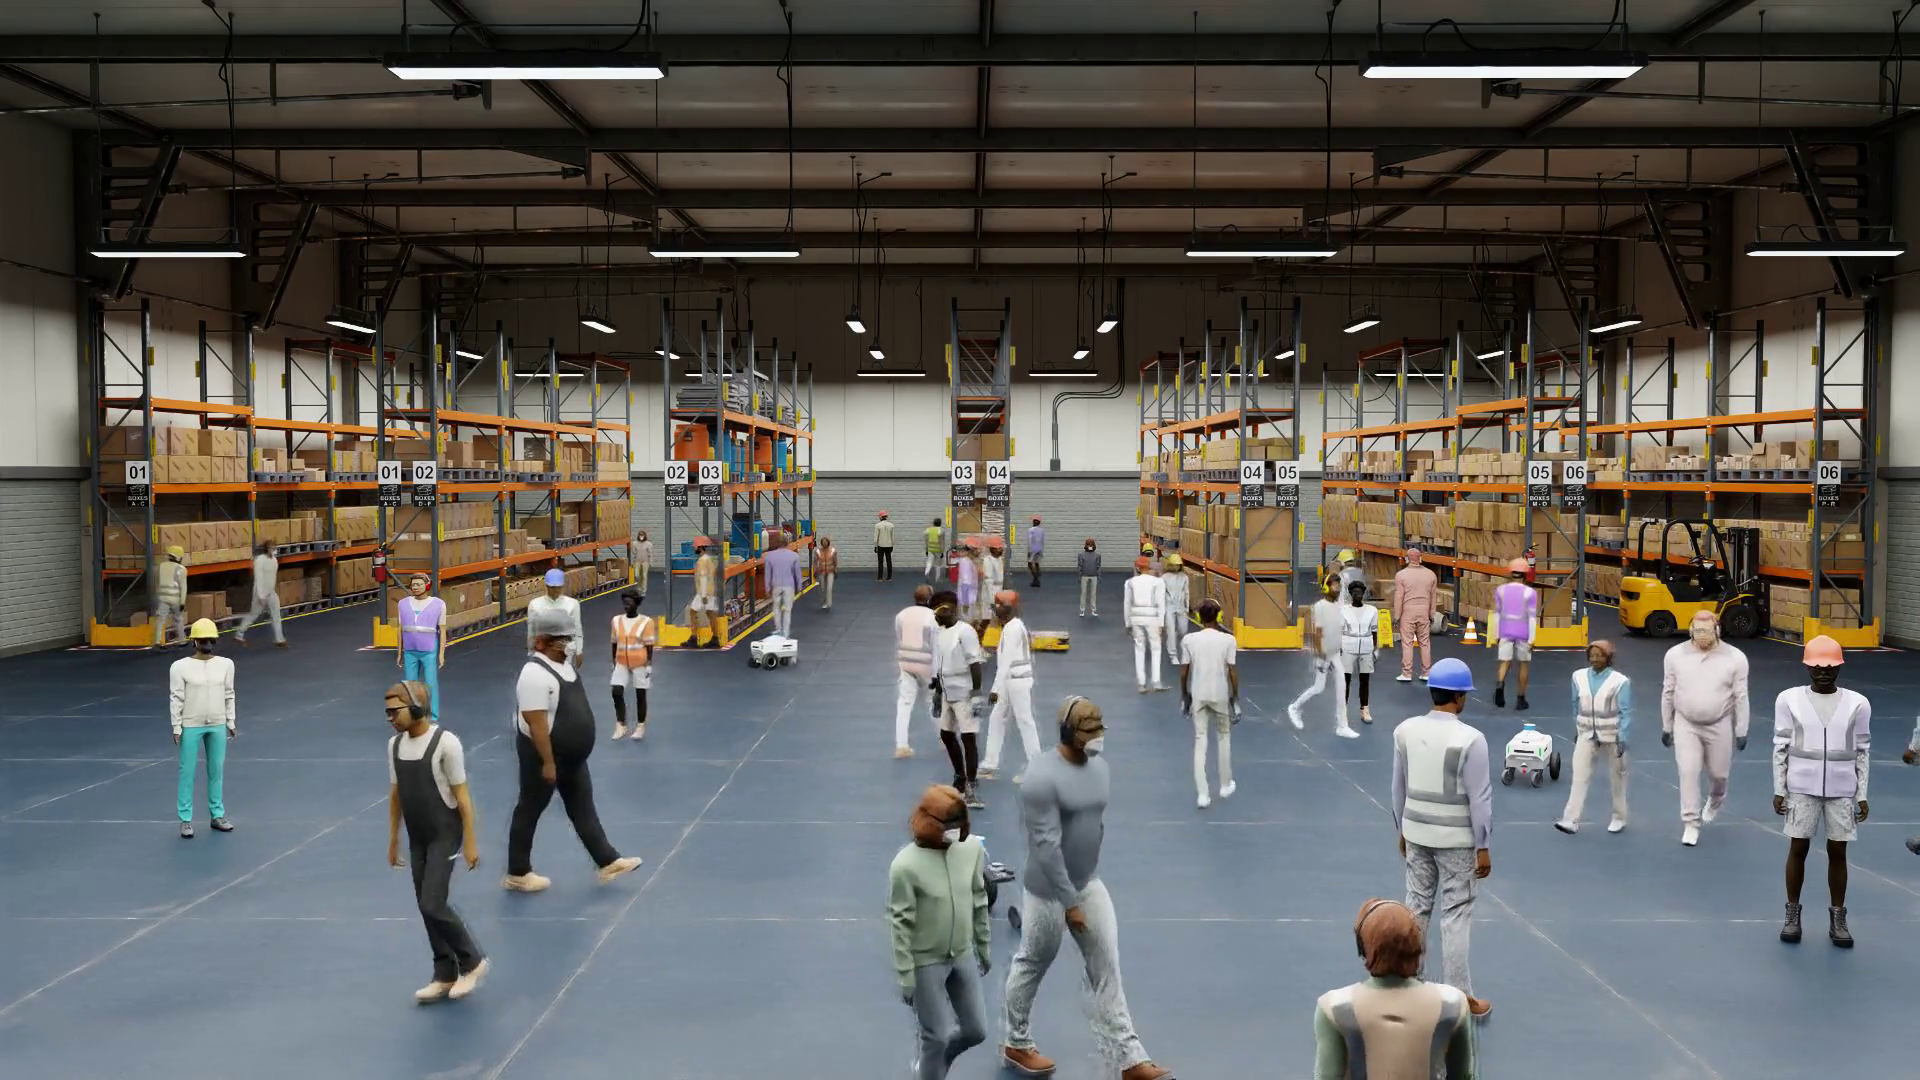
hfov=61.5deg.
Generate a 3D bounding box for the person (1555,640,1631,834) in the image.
[{"bbox_3d":[5.197,1.619,13.164,0.866,1.588,0.524,-2,3,-44],"label":"person"}]

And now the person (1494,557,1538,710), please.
[{"bbox_3d":[6.945,1.177,20.239,0.550,1.920,0.678,2,3,36],"label":"person"}]

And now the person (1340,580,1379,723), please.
[{"bbox_3d":[4.730,1.327,19.257,0.542,1.695,0.316,0,2,-1],"label":"person"}]

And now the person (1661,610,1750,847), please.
[{"bbox_3d":[6.055,1.488,13.115,0.651,1.875,0.838,1,3,27],"label":"person"}]

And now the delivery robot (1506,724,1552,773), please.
[{"bbox_3d":[5.475,2.012,15.527,0.477,0.478,0.707,1,2,27],"label":"delivery robot"}]

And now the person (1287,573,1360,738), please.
[{"bbox_3d":[4.149,1.292,18.413,0.523,1.849,0.854,-2,3,-40],"label":"person"}]

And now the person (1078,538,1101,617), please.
[{"bbox_3d":[2.706,0.782,33.756,0.498,1.632,0.284,0,2,-4],"label":"person"}]

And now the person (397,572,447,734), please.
[{"bbox_3d":[-6.137,1.286,18.415,0.563,1.847,0.390,0,2,2],"label":"person"}]

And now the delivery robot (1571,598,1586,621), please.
[{"bbox_3d":[11.970,1.380,31.448,0.477,0.478,0.707,0,2,11],"label":"delivery robot"}]

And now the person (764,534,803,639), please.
[{"bbox_3d":[-3.098,0.855,28.498,0.657,1.894,0.931,0,2,1],"label":"person"}]

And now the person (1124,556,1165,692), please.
[{"bbox_3d":[2.502,1.140,22.024,0.599,1.848,0.481,1,2,20],"label":"person"}]

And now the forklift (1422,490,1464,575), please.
[{"bbox_3d":[13.926,-0.371,47.846,1.873,2.768,1.129,0,2,0],"label":"forklift"}]

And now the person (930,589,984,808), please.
[{"bbox_3d":[-0.001,1.409,14.501,0.370,1.925,0.711,-1,3,-31],"label":"person"}]

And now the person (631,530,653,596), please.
[{"bbox_3d":[-7.741,0.566,39.263,0.530,1.614,0.454,0,2,-4],"label":"person"}]

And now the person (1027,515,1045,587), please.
[{"bbox_3d":[2.050,0.293,42.911,0.609,1.890,0.638,-2,3,-37],"label":"person"}]

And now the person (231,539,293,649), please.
[{"bbox_3d":[-11.898,0.916,27.434,1.029,1.888,0.646,0,2,8],"label":"person"}]

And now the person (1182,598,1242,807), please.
[{"bbox_3d":[2.287,1.445,14.596,0.566,1.832,0.879,1,2,17],"label":"person"}]

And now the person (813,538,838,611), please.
[{"bbox_3d":[-2.960,0.734,35.467,0.533,1.591,0.871,0,2,0],"label":"person"}]

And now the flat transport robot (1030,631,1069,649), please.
[{"bbox_3d":[1.530,1.713,27.750,0.652,0.197,1.431,0,2,2],"label":"flat transport robot"}]

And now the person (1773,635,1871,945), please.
[{"bbox_3d":[5.440,1.568,10.196,0.551,1.936,0.356,1,2,22],"label":"person"}]

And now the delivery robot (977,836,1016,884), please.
[{"bbox_3d":[0.105,2.077,10.672,0.335,0.223,0.698,-1,3,-31],"label":"delivery robot"}]

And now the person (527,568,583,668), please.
[{"bbox_3d":[-4.649,1.259,18.515,0.610,1.900,0.987,-1,2,-19],"label":"person"}]

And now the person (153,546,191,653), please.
[{"bbox_3d":[-13.188,0.987,26.981,0.579,1.782,0.955,0,2,2],"label":"person"}]

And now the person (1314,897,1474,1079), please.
[{"bbox_3d":[1.377,1.941,5.120,0.509,1.590,0.903,0,2,7],"label":"person"}]

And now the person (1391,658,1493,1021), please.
[{"bbox_3d":[2.654,1.618,8.843,0.409,1.943,0.615,-2,3,-35],"label":"person"}]

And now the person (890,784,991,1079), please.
[{"bbox_3d":[-0.103,1.848,7.085,0.535,1.612,0.443,-2,3,-36],"label":"person"}]

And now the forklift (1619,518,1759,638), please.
[{"bbox_3d":[13.417,0.684,29.791,2.313,2.155,1.214,0,2,0],"label":"forklift"}]

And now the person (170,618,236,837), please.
[{"bbox_3d":[-6.226,1.528,13.296,0.303,1.772,0.523,2,3,43],"label":"person"}]

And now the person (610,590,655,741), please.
[{"bbox_3d":[-3.649,1.388,17.828,0.554,1.672,0.611,1,2,13],"label":"person"}]

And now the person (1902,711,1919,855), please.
[{"bbox_3d":[7.382,1.531,11.908,0.561,1.888,1.019,0,2,-11],"label":"person"}]

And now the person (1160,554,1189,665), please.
[{"bbox_3d":[3.355,1.070,25.293,0.502,1.729,0.596,-1,2,-16],"label":"person"}]

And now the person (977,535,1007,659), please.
[{"bbox_3d":[0.635,0.922,25.746,1.004,1.991,0.634,1,2,23],"label":"person"}]

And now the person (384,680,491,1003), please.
[{"bbox_3d":[-2.960,1.679,8.996,0.545,1.813,0.439,1,3,32],"label":"person"}]

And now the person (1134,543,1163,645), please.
[{"bbox_3d":[3.273,0.939,28.145,0.526,1.769,0.330,0,2,-8],"label":"person"}]

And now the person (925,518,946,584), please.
[{"bbox_3d":[-0.675,0.297,43.851,0.641,1.818,0.706,1,2,23],"label":"person"}]

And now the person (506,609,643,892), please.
[{"bbox_3d":[-2.771,1.489,11.428,0.995,2.000,0.708,0,2,9],"label":"person"}]

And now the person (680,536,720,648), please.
[{"bbox_3d":[-4.454,0.886,27.556,0.785,1.912,0.545,0,2,7],"label":"person"}]

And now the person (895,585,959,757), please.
[{"bbox_3d":[-0.376,1.365,17.084,0.630,1.785,0.976,1,3,30],"label":"person"}]

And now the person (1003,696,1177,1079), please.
[{"bbox_3d":[0.569,1.691,7.740,0.620,1.880,0.989,-2,3,-44],"label":"person"}]

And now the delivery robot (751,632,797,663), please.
[{"bbox_3d":[-2.843,1.647,24.730,0.707,0.478,0.477,-2,3,-42],"label":"delivery robot"}]

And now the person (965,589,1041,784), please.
[{"bbox_3d":[0.411,1.401,15.390,0.864,1.847,0.592,0,2,0],"label":"person"}]

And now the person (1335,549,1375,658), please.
[{"bbox_3d":[6.138,1.039,25.297,0.600,1.805,0.858,-2,3,-35],"label":"person"}]

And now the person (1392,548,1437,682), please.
[{"bbox_3d":[6.477,1.073,23.073,0.652,1.904,0.403,0,2,-12],"label":"person"}]

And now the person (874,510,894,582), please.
[{"bbox_3d":[-2.132,0.161,45.042,0.617,1.987,0.406,-1,3,-30],"label":"person"}]

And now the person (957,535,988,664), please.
[{"bbox_3d":[0.028,0.930,25.183,0.731,2.020,0.647,0,2,7],"label":"person"}]
